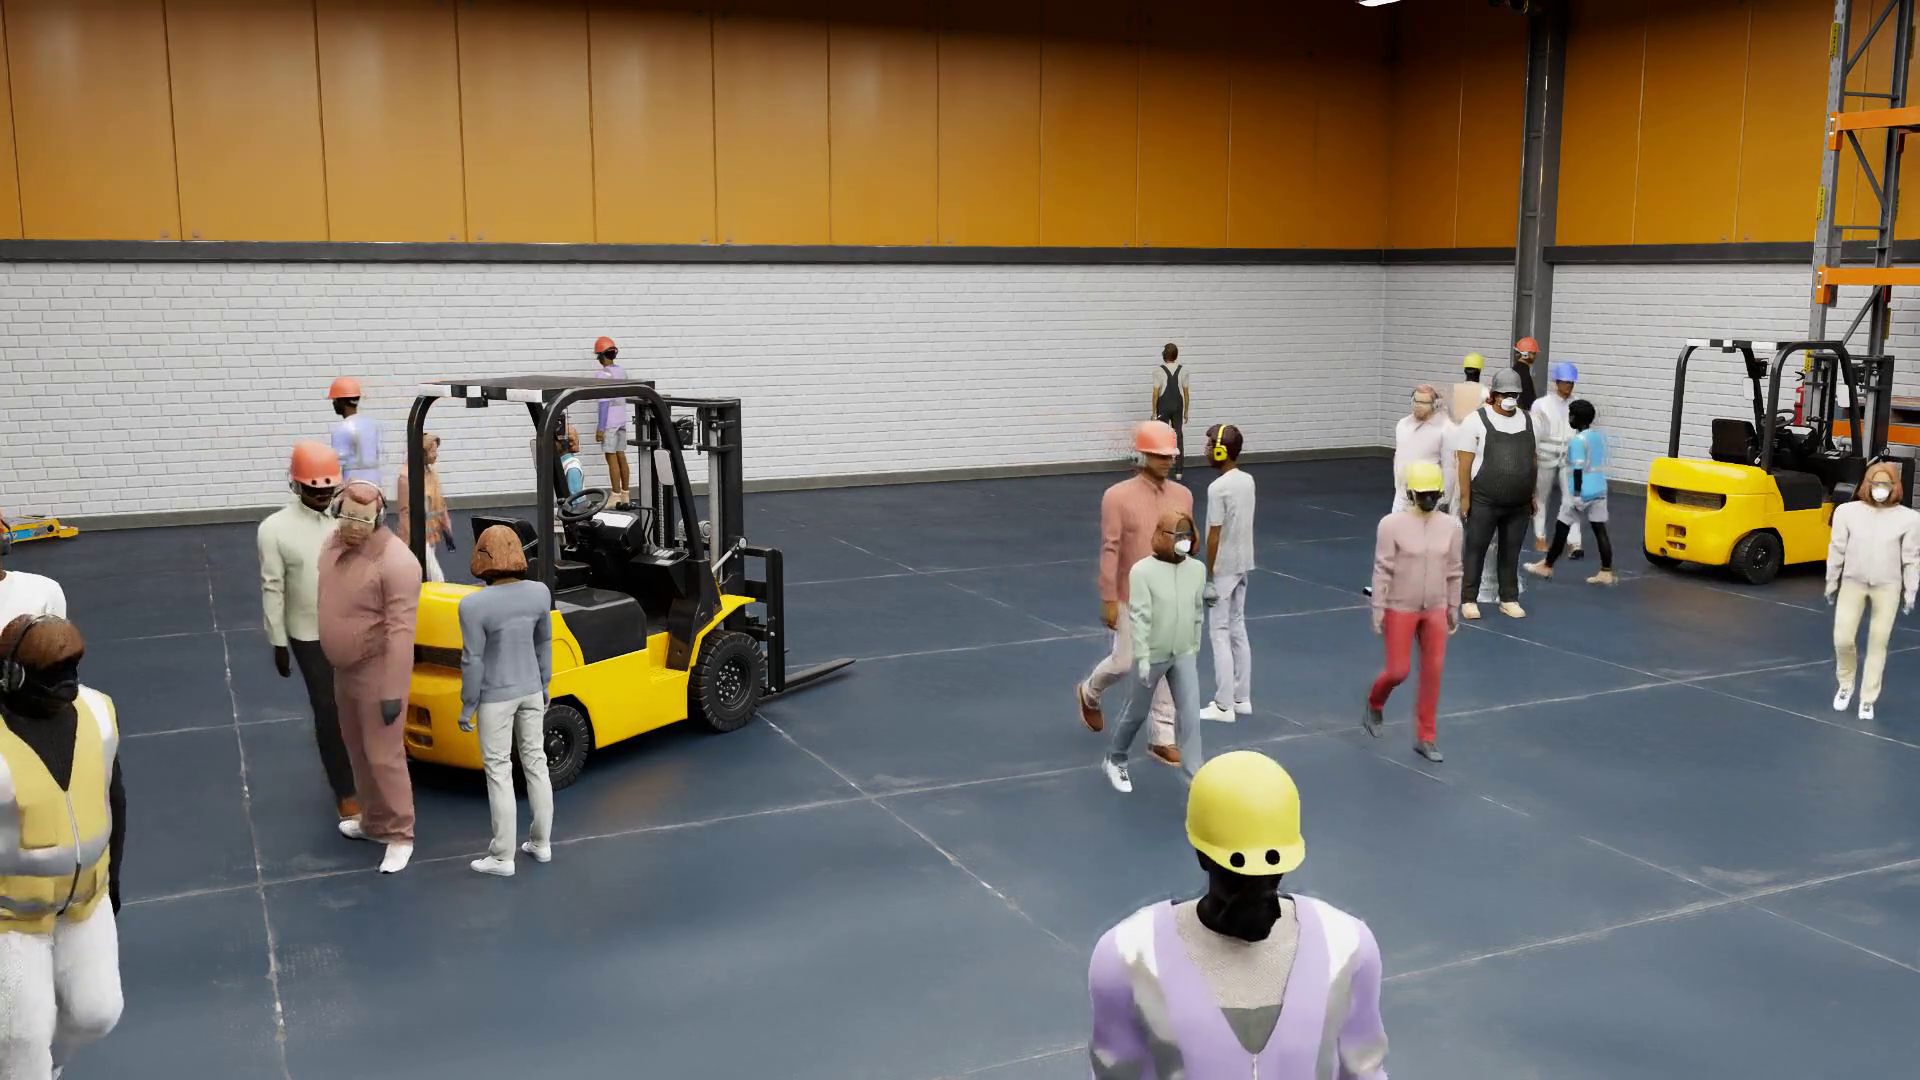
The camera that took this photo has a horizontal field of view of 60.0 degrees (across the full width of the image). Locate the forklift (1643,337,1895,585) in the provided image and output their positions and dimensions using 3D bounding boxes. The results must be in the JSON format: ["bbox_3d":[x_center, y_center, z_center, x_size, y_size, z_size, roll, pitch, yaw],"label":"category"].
[{"bbox_3d":[7.551,-0.789,15.507,2.313,2.155,1.214,-4,10,-25],"label":"forklift"}]

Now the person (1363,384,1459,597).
[{"bbox_3d":[3.913,-0.399,14.165,1.017,1.845,0.652,-8,12,-40],"label":"person"}]

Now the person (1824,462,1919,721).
[{"bbox_3d":[5.678,0.320,10.364,0.520,1.620,0.341,5,10,29],"label":"person"}]

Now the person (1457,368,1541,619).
[{"bbox_3d":[4.368,-0.372,13.393,0.688,2.000,0.536,-1,9,-8],"label":"person"}]

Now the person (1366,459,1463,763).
[{"bbox_3d":[2.607,0.389,9.561,0.539,1.747,0.513,-2,9,-10],"label":"person"}]

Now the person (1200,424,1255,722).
[{"bbox_3d":[1.655,0.206,10.377,0.323,1.863,0.516,7,12,38],"label":"person"}]

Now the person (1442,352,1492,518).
[{"bbox_3d":[5.553,-1.079,18.138,0.594,1.925,0.388,6,11,32],"label":"person"}]

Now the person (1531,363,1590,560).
[{"bbox_3d":[5.873,-0.774,16.293,0.601,1.898,1.002,1,9,8],"label":"person"}]

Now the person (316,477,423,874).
[{"bbox_3d":[-2.810,0.615,7.815,0.802,1.870,0.445,8,12,41],"label":"person"}]

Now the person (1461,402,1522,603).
[{"bbox_3d":[4.468,-0.309,13.969,0.356,1.725,0.491,0,9,3],"label":"person"}]

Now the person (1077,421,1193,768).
[{"bbox_3d":[1.019,0.280,9.600,0.613,1.970,0.803,-4,10,-25],"label":"person"}]

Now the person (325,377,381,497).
[{"bbox_3d":[-5.210,-0.409,14.000,0.780,1.913,0.571,1,9,9],"label":"person"}]

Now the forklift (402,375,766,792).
[{"bbox_3d":[-2.268,0.149,9.685,1.214,2.155,2.313,6,11,32],"label":"forklift"}]

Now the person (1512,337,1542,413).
[{"bbox_3d":[6.947,-1.506,20.574,0.390,1.991,0.625,2,9,10],"label":"person"}]

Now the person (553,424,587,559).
[{"bbox_3d":[-3.019,-0.078,12.813,0.308,1.640,0.511,-5,10,-27],"label":"person"}]

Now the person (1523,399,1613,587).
[{"bbox_3d":[5.519,-0.429,14.918,0.541,1.648,0.857,-7,12,-38],"label":"person"}]

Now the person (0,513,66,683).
[{"bbox_3d":[-3.892,0.783,6.714,0.574,1.883,0.356,-5,10,-28],"label":"person"}]

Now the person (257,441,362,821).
[{"bbox_3d":[-3.254,0.448,8.556,0.657,1.961,0.694,-7,11,-36],"label":"person"}]

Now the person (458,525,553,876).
[{"bbox_3d":[-2.110,0.740,7.751,0.279,1.633,0.506,7,11,37],"label":"person"}]

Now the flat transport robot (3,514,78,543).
[{"bbox_3d":[-9.878,-0.069,16.988,0.652,0.197,1.431,4,10,26],"label":"flat transport robot"}]

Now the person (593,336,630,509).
[{"bbox_3d":[-4.138,-1.378,19.638,0.395,2.040,0.609,3,10,16],"label":"person"}]

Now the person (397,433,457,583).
[{"bbox_3d":[-3.891,0.019,12.237,0.590,1.616,0.541,1,9,6],"label":"person"}]

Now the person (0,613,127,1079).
[{"bbox_3d":[-2.805,1.096,5.018,0.537,1.816,0.634,4,10,25],"label":"person"}]

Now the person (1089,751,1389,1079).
[{"bbox_3d":[0.550,1.315,3.391,0.598,1.897,0.878,-1,9,-7],"label":"person"}]

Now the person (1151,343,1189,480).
[{"bbox_3d":[2.823,-1.722,22.368,0.513,1.846,0.335,-1,9,-7],"label":"person"}]

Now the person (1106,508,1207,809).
[{"bbox_3d":[1.055,0.608,8.706,0.512,1.592,0.863,-4,10,-24],"label":"person"}]
